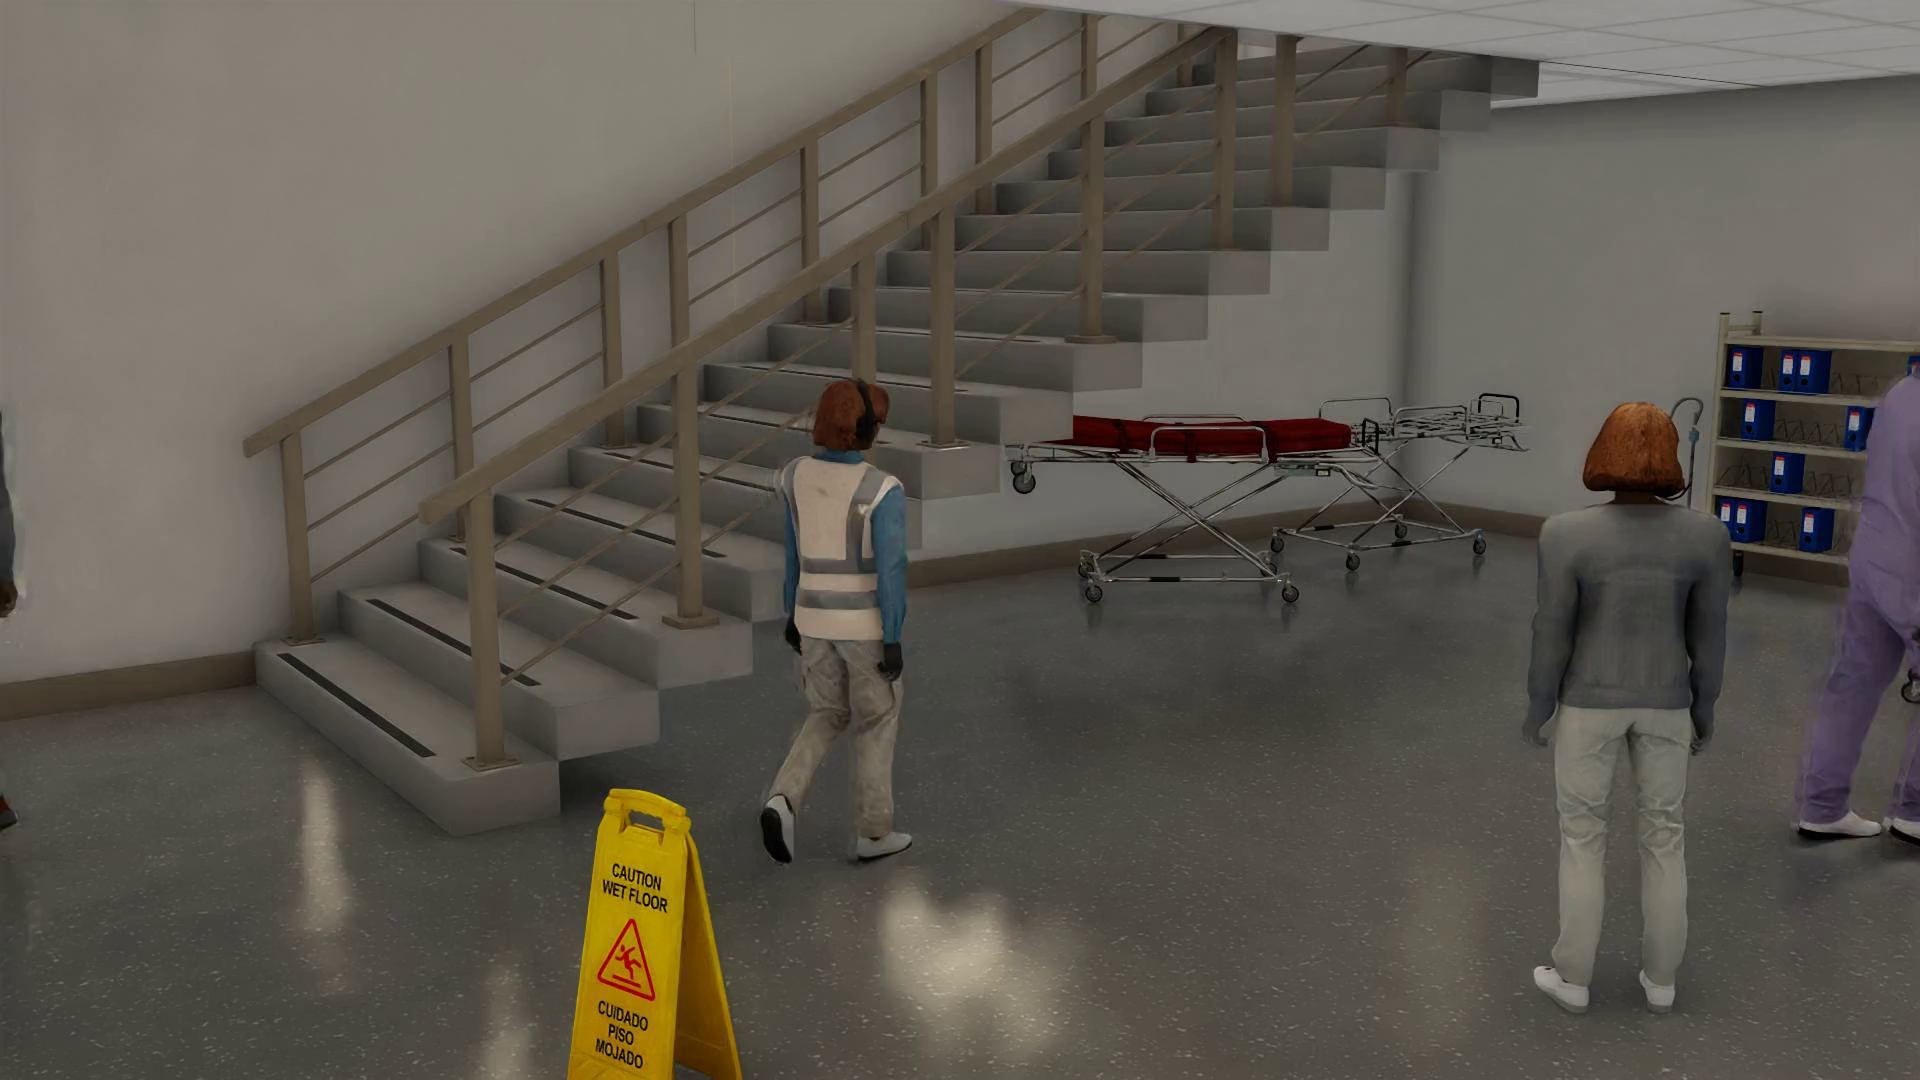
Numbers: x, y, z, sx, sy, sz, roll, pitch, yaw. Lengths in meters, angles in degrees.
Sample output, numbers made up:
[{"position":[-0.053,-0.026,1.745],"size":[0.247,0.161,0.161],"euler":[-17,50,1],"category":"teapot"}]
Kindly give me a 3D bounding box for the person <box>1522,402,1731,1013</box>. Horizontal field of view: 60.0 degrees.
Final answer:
[{"position":[1.756,0.451,4.416],"size":[0.507,1.631,0.266],"euler":[1,10,3],"category":"person"}]

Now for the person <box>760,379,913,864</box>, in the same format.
[{"position":[-0.403,0.289,5.379],"size":[0.531,1.613,0.552],"euler":[7,12,35],"category":"person"}]

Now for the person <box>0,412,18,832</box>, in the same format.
[{"position":[-3.366,0.140,5.352],"size":[0.468,1.925,0.649],"euler":[3,10,17],"category":"person"}]

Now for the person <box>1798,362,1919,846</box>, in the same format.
[{"position":[3.220,0.140,5.527],"size":[0.703,1.860,0.752],"euler":[1,10,7],"category":"person"}]
